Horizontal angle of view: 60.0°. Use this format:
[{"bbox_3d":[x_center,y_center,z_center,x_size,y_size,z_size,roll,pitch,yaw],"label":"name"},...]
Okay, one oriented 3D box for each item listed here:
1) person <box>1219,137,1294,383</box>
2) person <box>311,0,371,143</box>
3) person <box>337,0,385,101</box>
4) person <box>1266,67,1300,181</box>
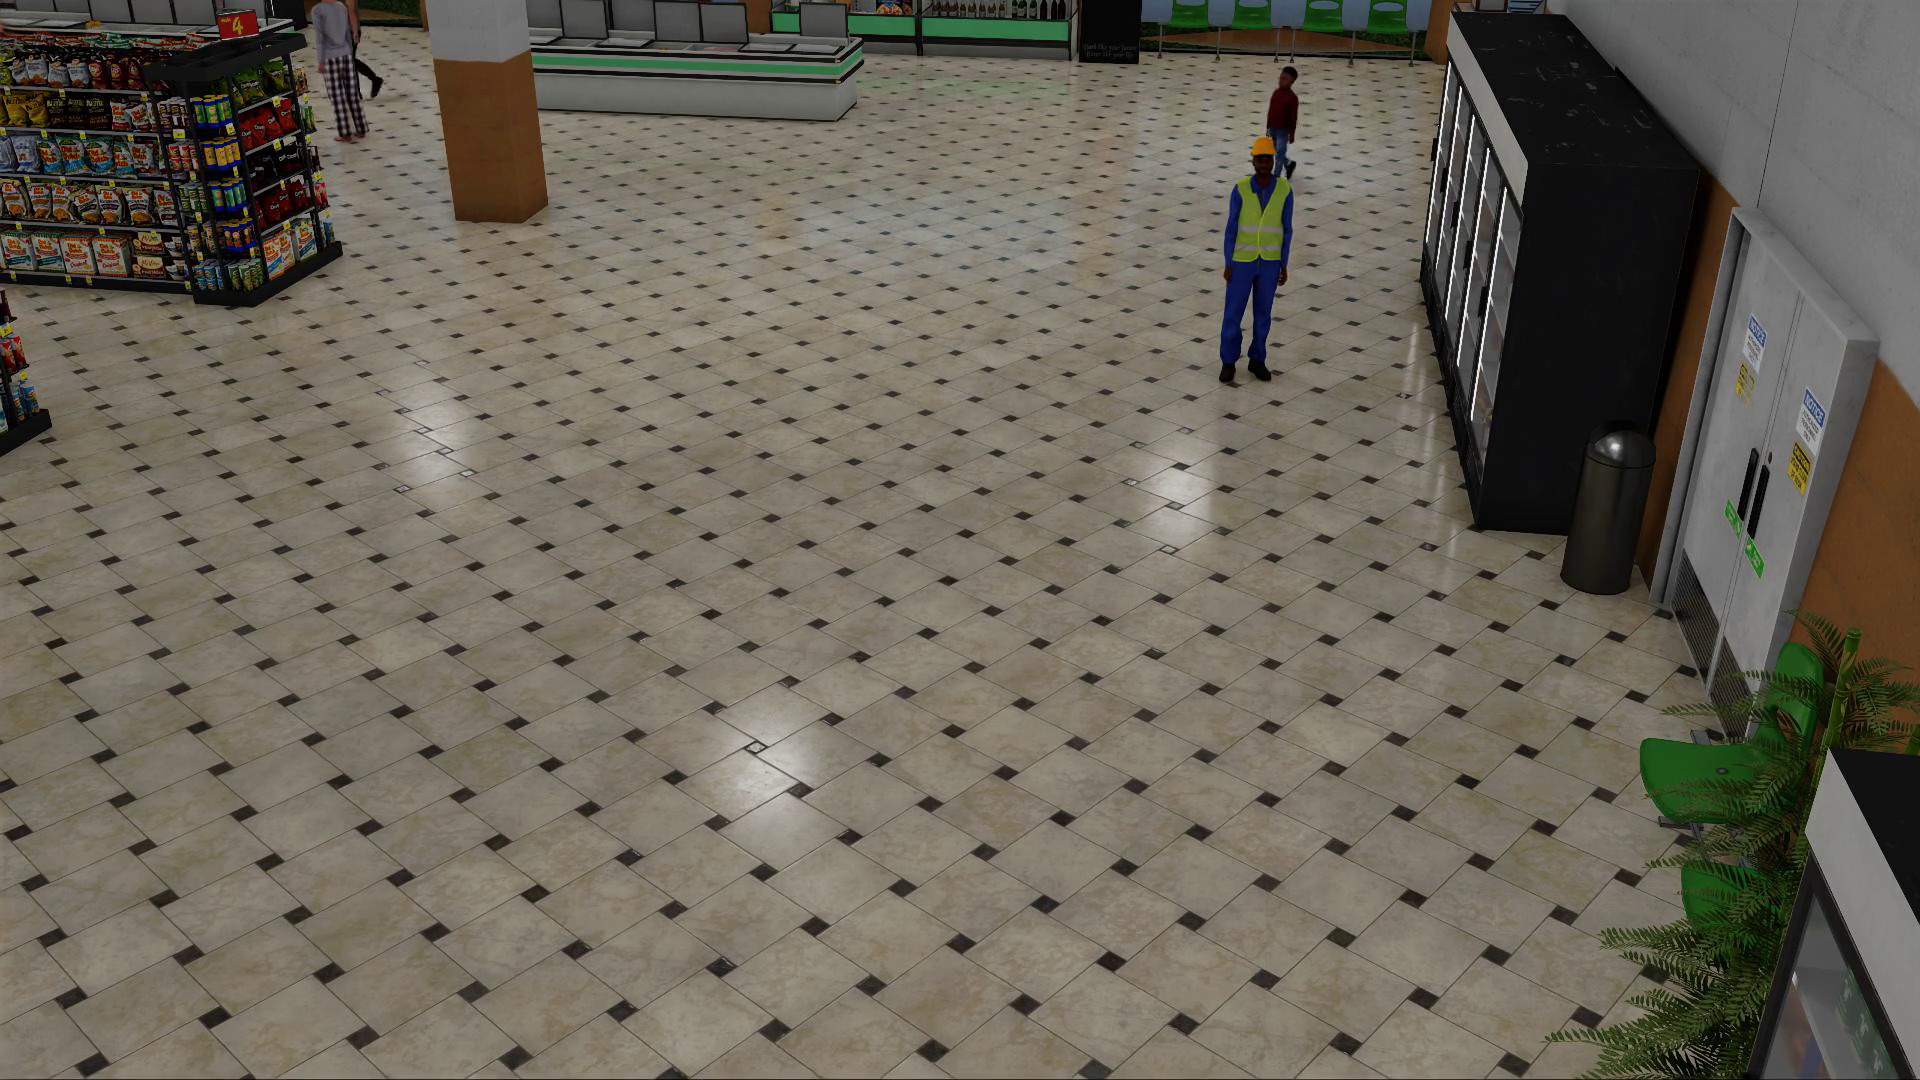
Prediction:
[{"bbox_3d":[2.190,-2.076,12.327,0.595,1.813,0.770,-1,27,-2],"label":"person"},{"bbox_3d":[-7.155,-5.533,19.106,0.686,1.847,0.706,17,32,30],"label":"person"},{"bbox_3d":[-7.633,-6.412,20.958,0.922,1.739,0.869,-20,33,-34],"label":"person"},{"bbox_3d":[3.388,-4.301,17.347,0.838,1.240,0.761,-16,31,-29],"label":"person"}]
